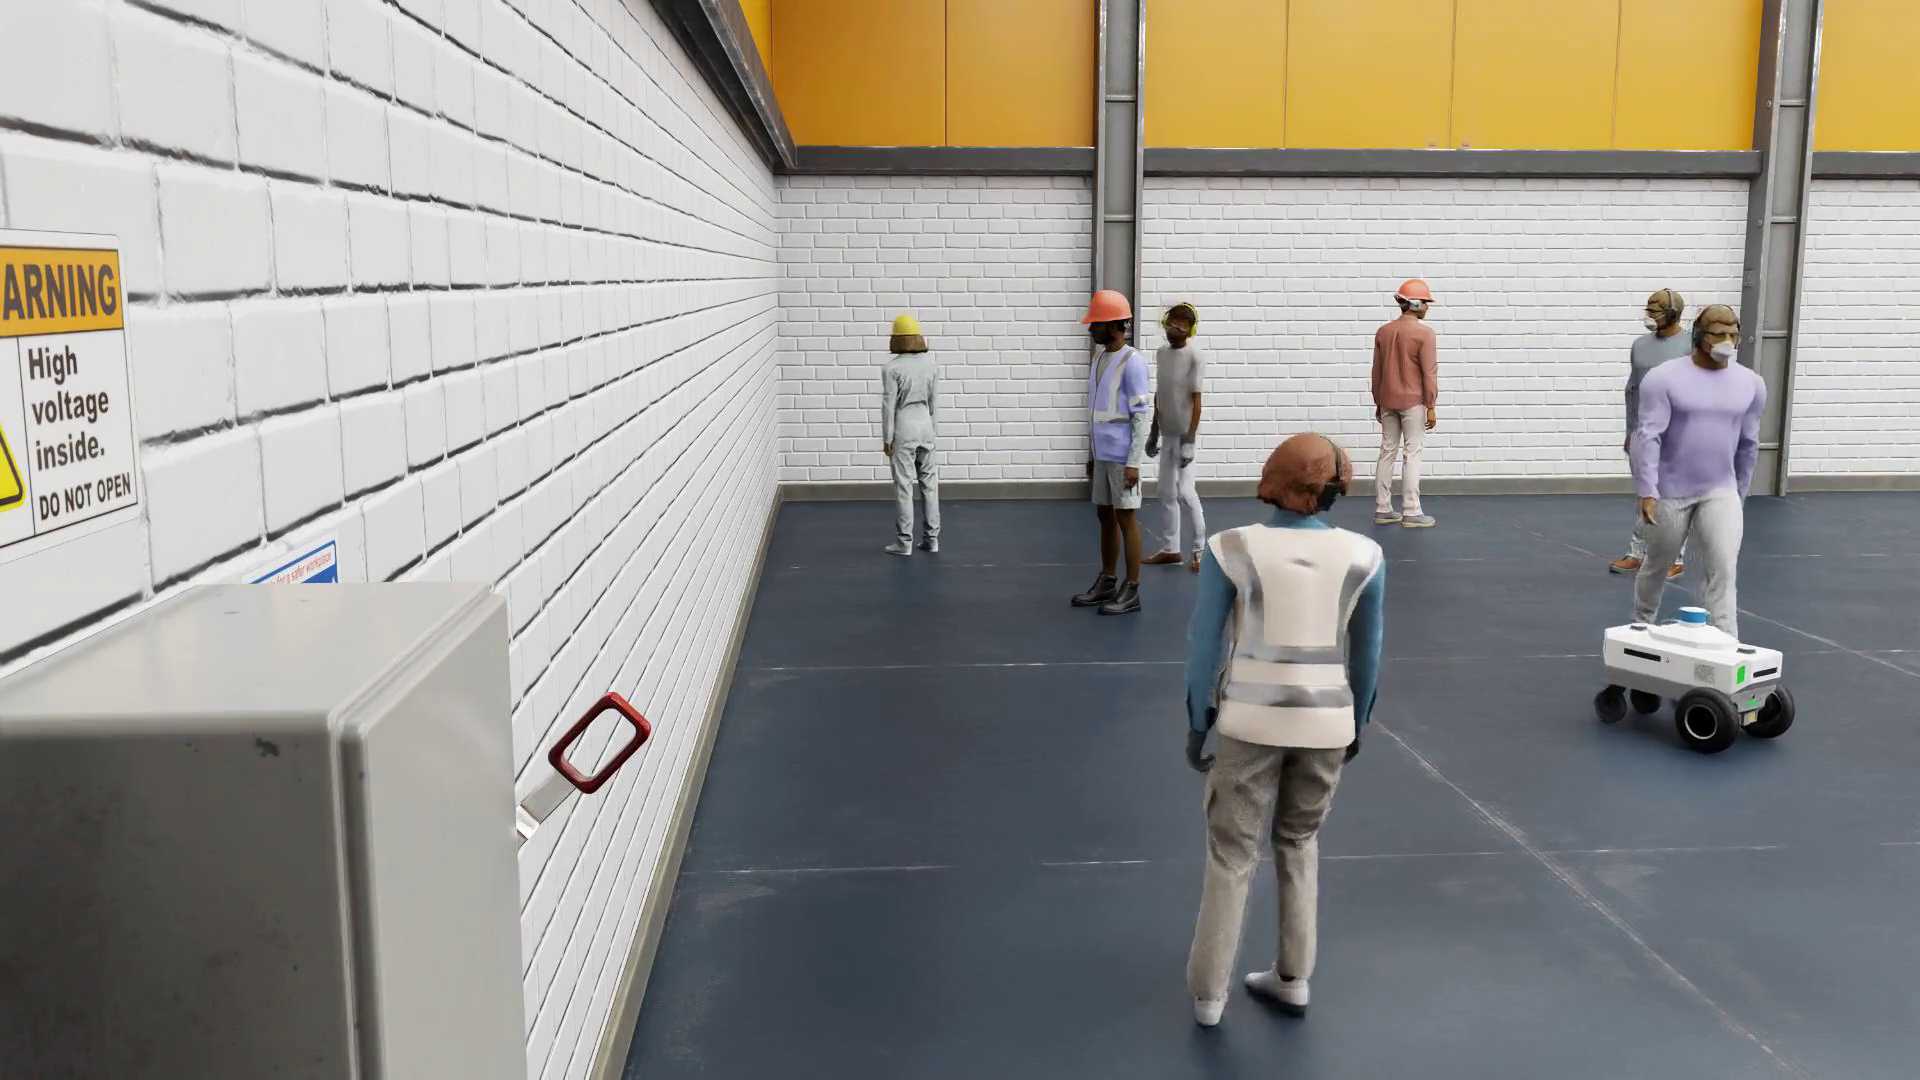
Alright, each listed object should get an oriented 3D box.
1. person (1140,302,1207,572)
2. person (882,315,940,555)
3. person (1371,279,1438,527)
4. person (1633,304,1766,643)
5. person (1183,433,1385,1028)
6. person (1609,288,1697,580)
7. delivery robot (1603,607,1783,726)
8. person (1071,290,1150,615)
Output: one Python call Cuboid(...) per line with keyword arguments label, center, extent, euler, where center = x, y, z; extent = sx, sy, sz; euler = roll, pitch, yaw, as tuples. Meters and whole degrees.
Cuboid(label="person", center=(1.499, -0.697, 11.393), extent=(0.382, 1.843, 0.614), euler=(-5, 10, -28))
Cuboid(label="person", center=(-0.372, -0.761, 12.093), extent=(0.487, 1.742, 0.315), euler=(-6, 11, -35))
Cuboid(label="person", center=(3.606, -1.102, 13.430), extent=(0.391, 1.990, 0.621), euler=(-6, 11, -34))
Cuboid(label="person", center=(3.701, -0.243, 8.400), extent=(0.647, 1.892, 1.033), euler=(1, 9, 5))
Cuboid(label="person", center=(0.867, 0.516, 4.471), extent=(0.530, 1.610, 0.351), euler=(-1, 9, -4))
Cuboid(label="person", center=(4.680, -0.700, 11.084), extent=(0.372, 1.936, 0.629), euler=(-4, 10, -24))
Cuboid(label="delivery robot", center=(3.205, 0.538, 7.314), extent=(0.477, 0.478, 0.707), euler=(-5, 11, -33))
Cuboid(label="person", center=(0.907, -0.517, 9.940), extent=(0.376, 1.934, 0.546), euler=(-4, 10, -24))
